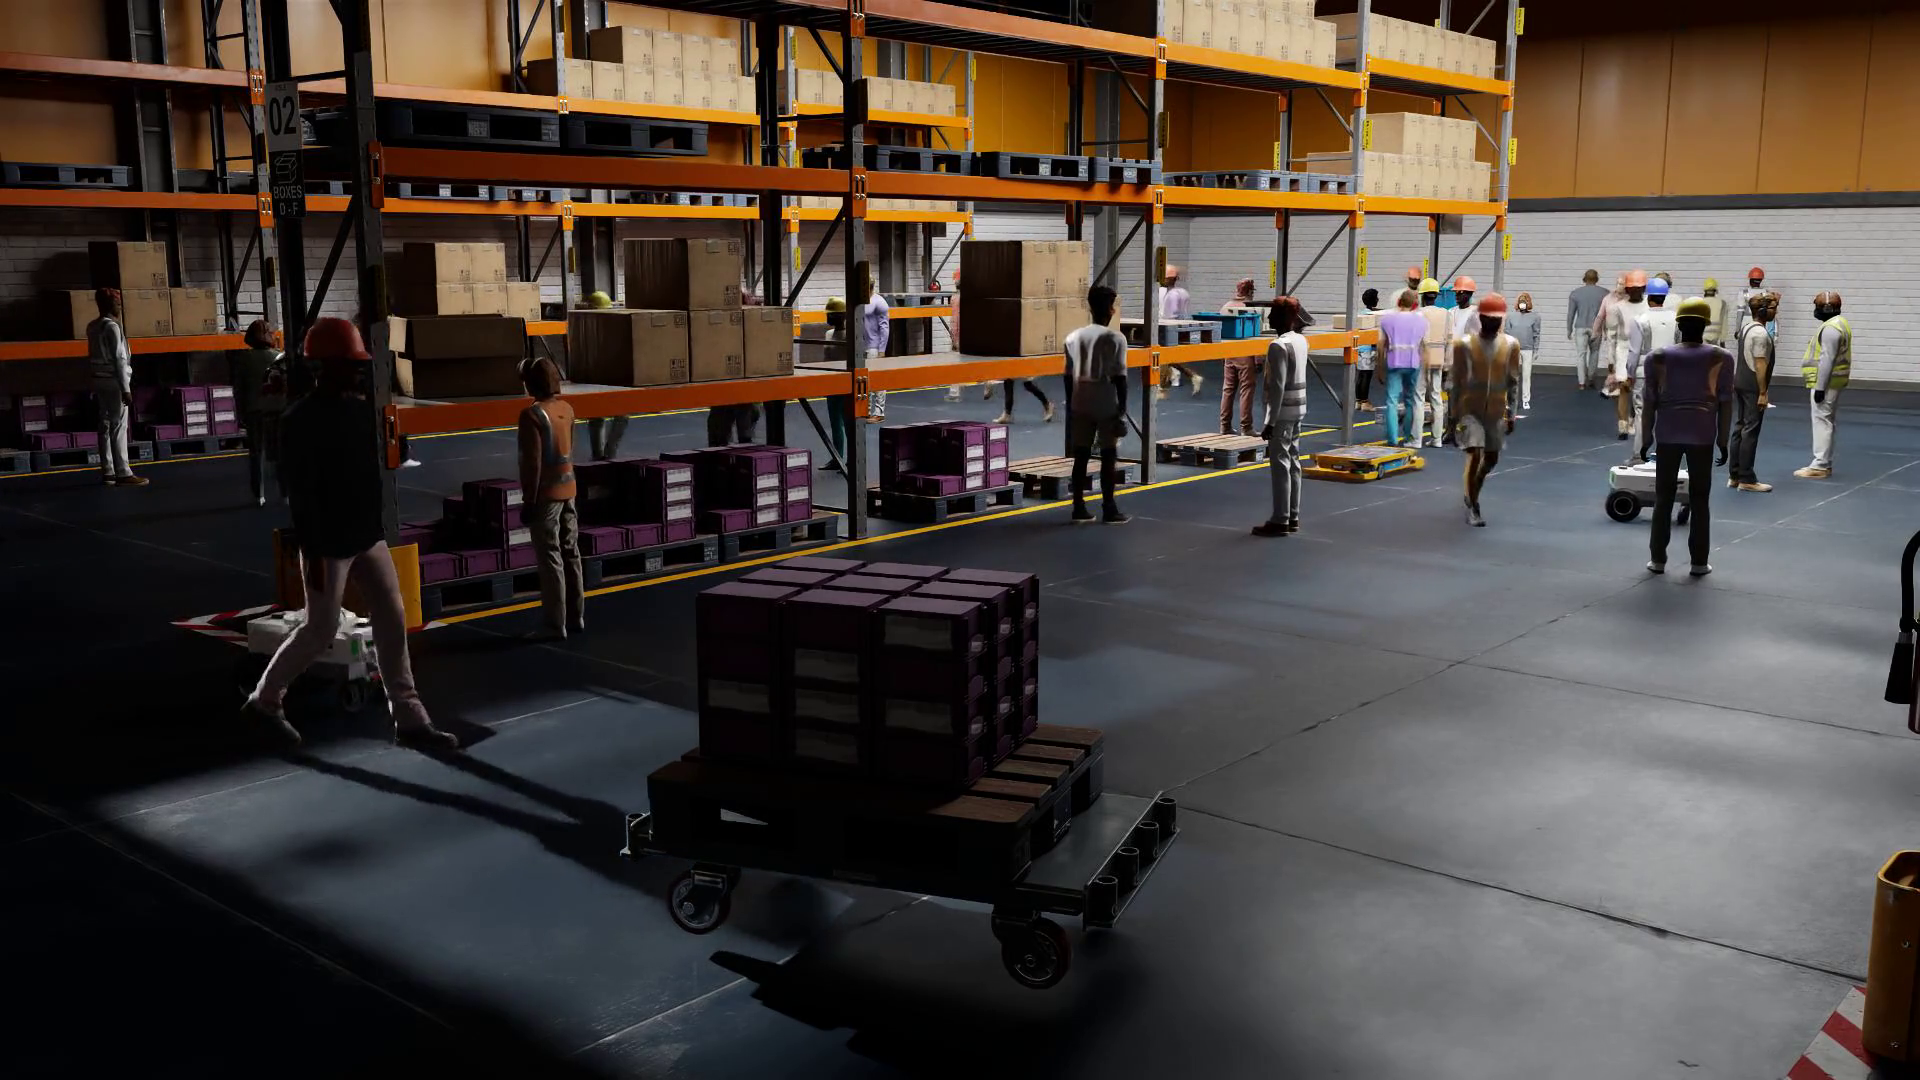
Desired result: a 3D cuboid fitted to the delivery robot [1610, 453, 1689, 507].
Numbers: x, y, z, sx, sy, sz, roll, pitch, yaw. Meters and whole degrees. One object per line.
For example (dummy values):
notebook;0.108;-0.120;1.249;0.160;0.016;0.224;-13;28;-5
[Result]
delivery robot;5.768;-0.478;13.791;0.707;0.478;0.477;4;11;22

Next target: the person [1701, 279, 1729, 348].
person;11.624;-3.175;25.972;0.586;1.773;0.976;0;10;-1

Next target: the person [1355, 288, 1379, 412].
person;5.654;-2.623;23.008;0.315;1.700;0.540;-1;10;-3

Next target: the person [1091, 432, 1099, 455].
person;1.549;-1.744;18.295;0.506;1.597;0.865;7;12;36

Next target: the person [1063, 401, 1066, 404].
person;1.611;-2.810;23.999;0.367;1.731;0.484;-2;10;-10

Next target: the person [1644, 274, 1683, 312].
person;9.681;-2.723;23.060;0.741;1.896;0.698;-6;12;-31

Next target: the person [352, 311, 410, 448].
person;-6.398;-1.881;18.392;0.632;1.840;0.429;5;11;25

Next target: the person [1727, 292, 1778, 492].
person;7.391;-1.372;15.474;0.344;1.847;0.505;1;10;7

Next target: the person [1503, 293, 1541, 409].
person;7.885;-2.656;23.389;0.500;1.633;0.282;4;11;22

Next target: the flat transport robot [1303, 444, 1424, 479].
flat transport robot;4.056;-0.793;16.657;0.652;0.197;1.431;8;13;37

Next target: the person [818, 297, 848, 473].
person;-1.227;-1.554;16.738;0.311;1.768;0.533;-8;13;-38

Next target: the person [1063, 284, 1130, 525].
person;1.124;-1.095;13.565;0.613;1.962;0.363;8;13;39

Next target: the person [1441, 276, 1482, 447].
person;5.702;-2.033;18.966;0.351;1.942;0.547;-6;12;-32

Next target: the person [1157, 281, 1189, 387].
person;3.395;-3.433;27.077;0.647;1.897;0.399;-2;10;-13

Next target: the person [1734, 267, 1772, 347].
person;12.924;-3.465;27.118;0.551;1.942;0.344;1;10;8

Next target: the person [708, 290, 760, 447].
person;-1.921;-1.200;14.255;0.567;1.926;0.400;7;12;36

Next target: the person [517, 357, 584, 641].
person;-2.372;-0.234;9.592;0.311;1.636;0.522;3;10;15

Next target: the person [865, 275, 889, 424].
person;-1.172;-2.465;21.437;0.351;1.936;0.635;-9;14;-42

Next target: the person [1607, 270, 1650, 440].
person;7.990;-2.184;19.702;0.633;1.992;1.043;4;11;19

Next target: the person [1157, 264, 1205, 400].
person;3.197;-3.063;24.633;0.833;2.021;0.615;0;10;2

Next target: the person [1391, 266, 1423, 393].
person;6.881;-3.175;25.348;0.644;1.978;0.441;-1;10;-6

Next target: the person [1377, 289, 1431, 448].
person;4.987;-1.905;18.674;0.577;1.818;0.828;1;10;6

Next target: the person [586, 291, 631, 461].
person;-3.575;-1.569;16.653;0.626;1.818;0.451;9;13;41

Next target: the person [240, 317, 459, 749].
person;-2.797;-0.012;7.426;0.930;1.964;0.630;3;10;17

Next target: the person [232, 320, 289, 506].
person;-6.096;-1.111;14.594;0.501;1.631;0.285;-1;10;-5

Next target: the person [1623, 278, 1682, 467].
person;7.095;-1.697;17.030;0.602;1.949;0.390;-1;10;-8

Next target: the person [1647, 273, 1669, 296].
person;10.875;-3.221;25.926;0.327;1.874;0.521;-3;10;-14

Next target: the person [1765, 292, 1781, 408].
person;11.446;-2.697;23.612;0.307;1.638;0.511;2;10;11

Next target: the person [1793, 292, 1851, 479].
person;8.510;-1.520;16.377;0.429;1.831;0.633;6;12;31

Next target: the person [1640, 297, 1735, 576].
person;5.013;-0.711;11.505;0.584;1.917;0.381;5;11;25

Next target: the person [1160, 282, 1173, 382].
person;3.472;-3.603;28.111;0.328;1.872;0.510;8;13;38

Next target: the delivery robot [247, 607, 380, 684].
delivery robot;-3.155;0.499;8.225;0.707;0.478;0.477;4;11;20

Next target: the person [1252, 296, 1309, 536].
person;2.532;-0.971;13.081;0.351;1.884;0.581;6;12;31

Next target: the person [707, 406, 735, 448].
person;-2.401;-1.630;16.987;0.403;1.828;0.594;-7;12;-34

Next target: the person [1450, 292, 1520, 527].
person;4.290;-1.088;13.704;0.546;1.913;0.727;0;10;2

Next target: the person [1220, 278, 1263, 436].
person;3.409;-2.192;20.017;0.395;1.899;0.640;-8;13;-39

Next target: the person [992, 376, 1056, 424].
person;0.831;-2.313;21.352;0.801;1.658;0.568;-4;11;-23

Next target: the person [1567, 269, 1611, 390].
person;10.055;-3.375;26.650;0.655;1.921;0.668;3;10;17

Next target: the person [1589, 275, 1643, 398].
person;9.861;-3.061;25.058;0.975;1.844;0.769;-7;12;-36

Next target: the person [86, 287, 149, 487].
person;-8.039;-1.447;15.792;0.573;1.885;0.354;8;13;40

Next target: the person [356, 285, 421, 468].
person;-5.877;-1.625;16.811;0.596;1.891;0.840;5;11;24

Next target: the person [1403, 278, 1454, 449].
person;5.255;-1.983;18.758;0.589;1.919;0.397;-3;10;-18

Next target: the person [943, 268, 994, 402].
person;0.116;-2.981;24.268;0.621;1.972;0.817;-9;13;-41
